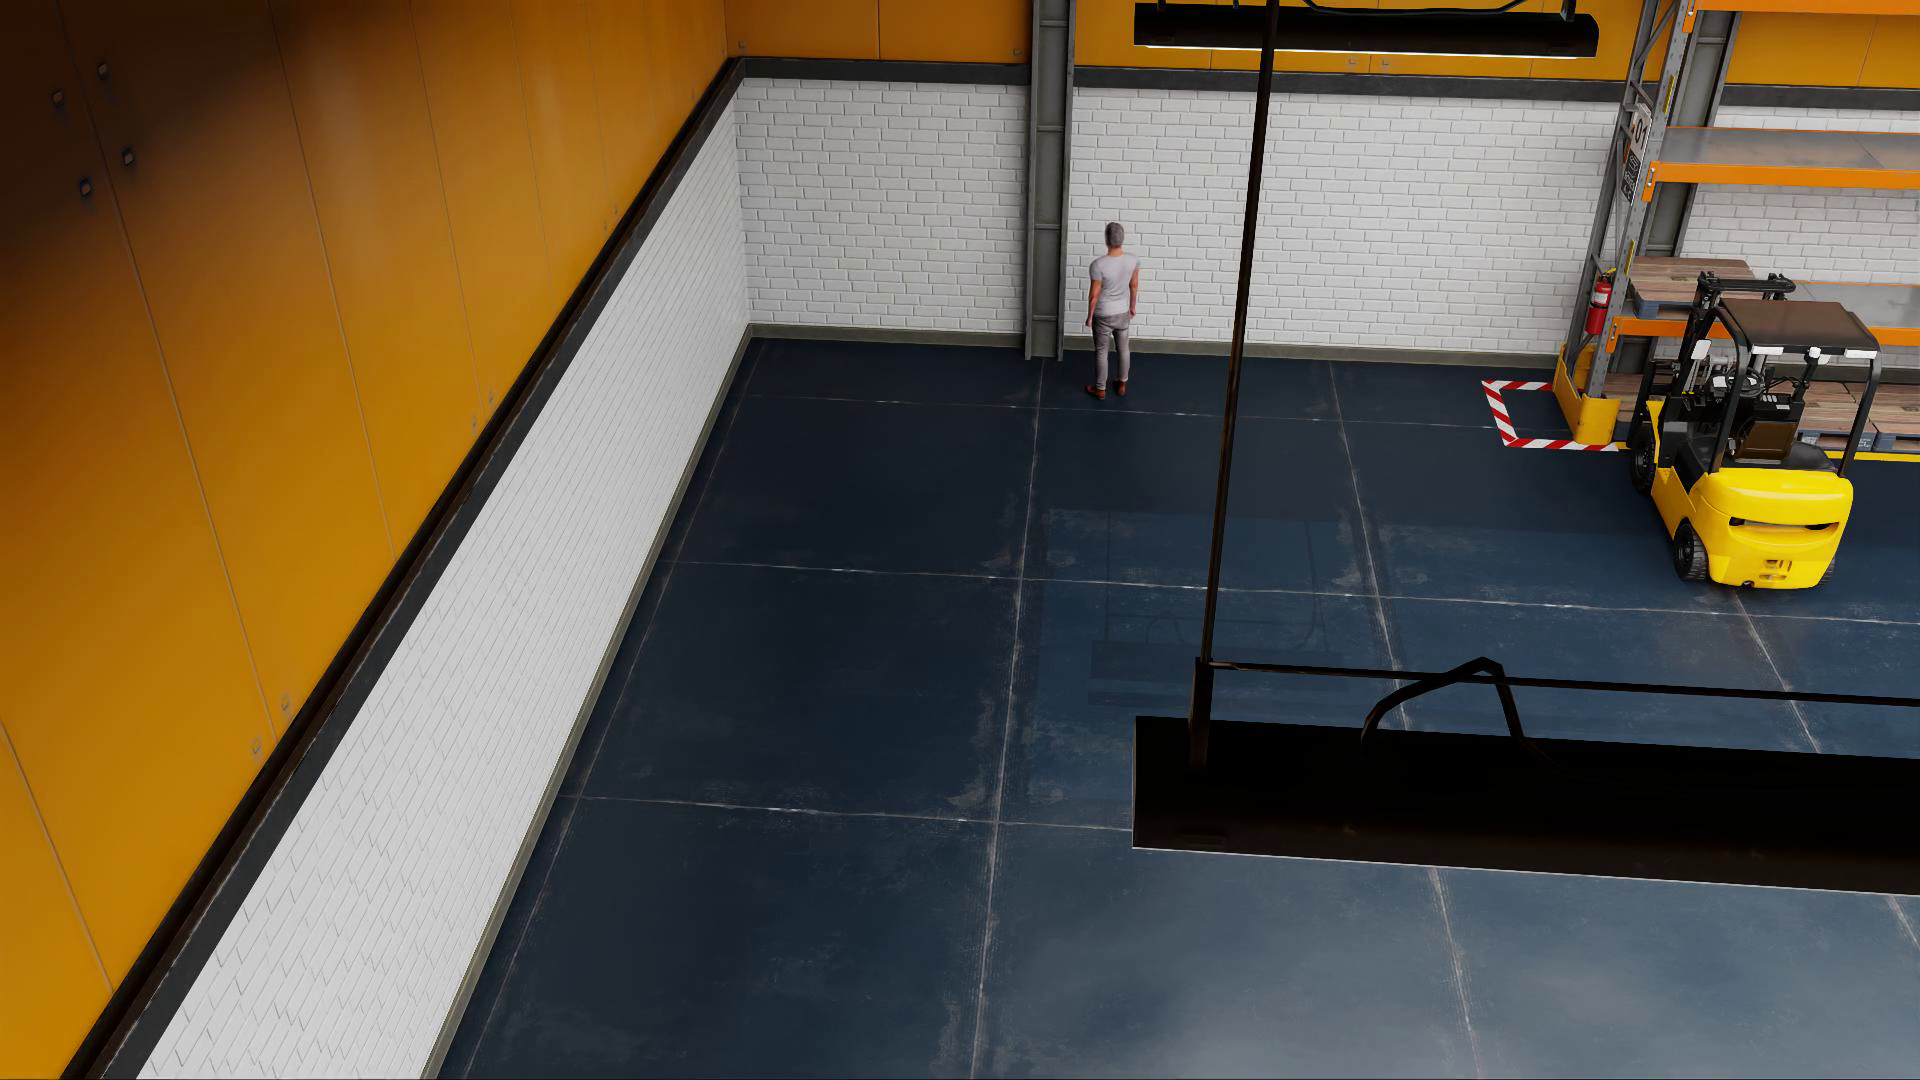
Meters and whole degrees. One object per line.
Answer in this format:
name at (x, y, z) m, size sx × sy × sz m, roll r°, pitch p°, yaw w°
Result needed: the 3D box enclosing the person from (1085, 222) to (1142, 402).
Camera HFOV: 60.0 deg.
person at (1.502, -2.247, 16.402) m, size 0.670 × 1.825 × 0.821 m, roll -12°, pitch 35°, yaw -18°
